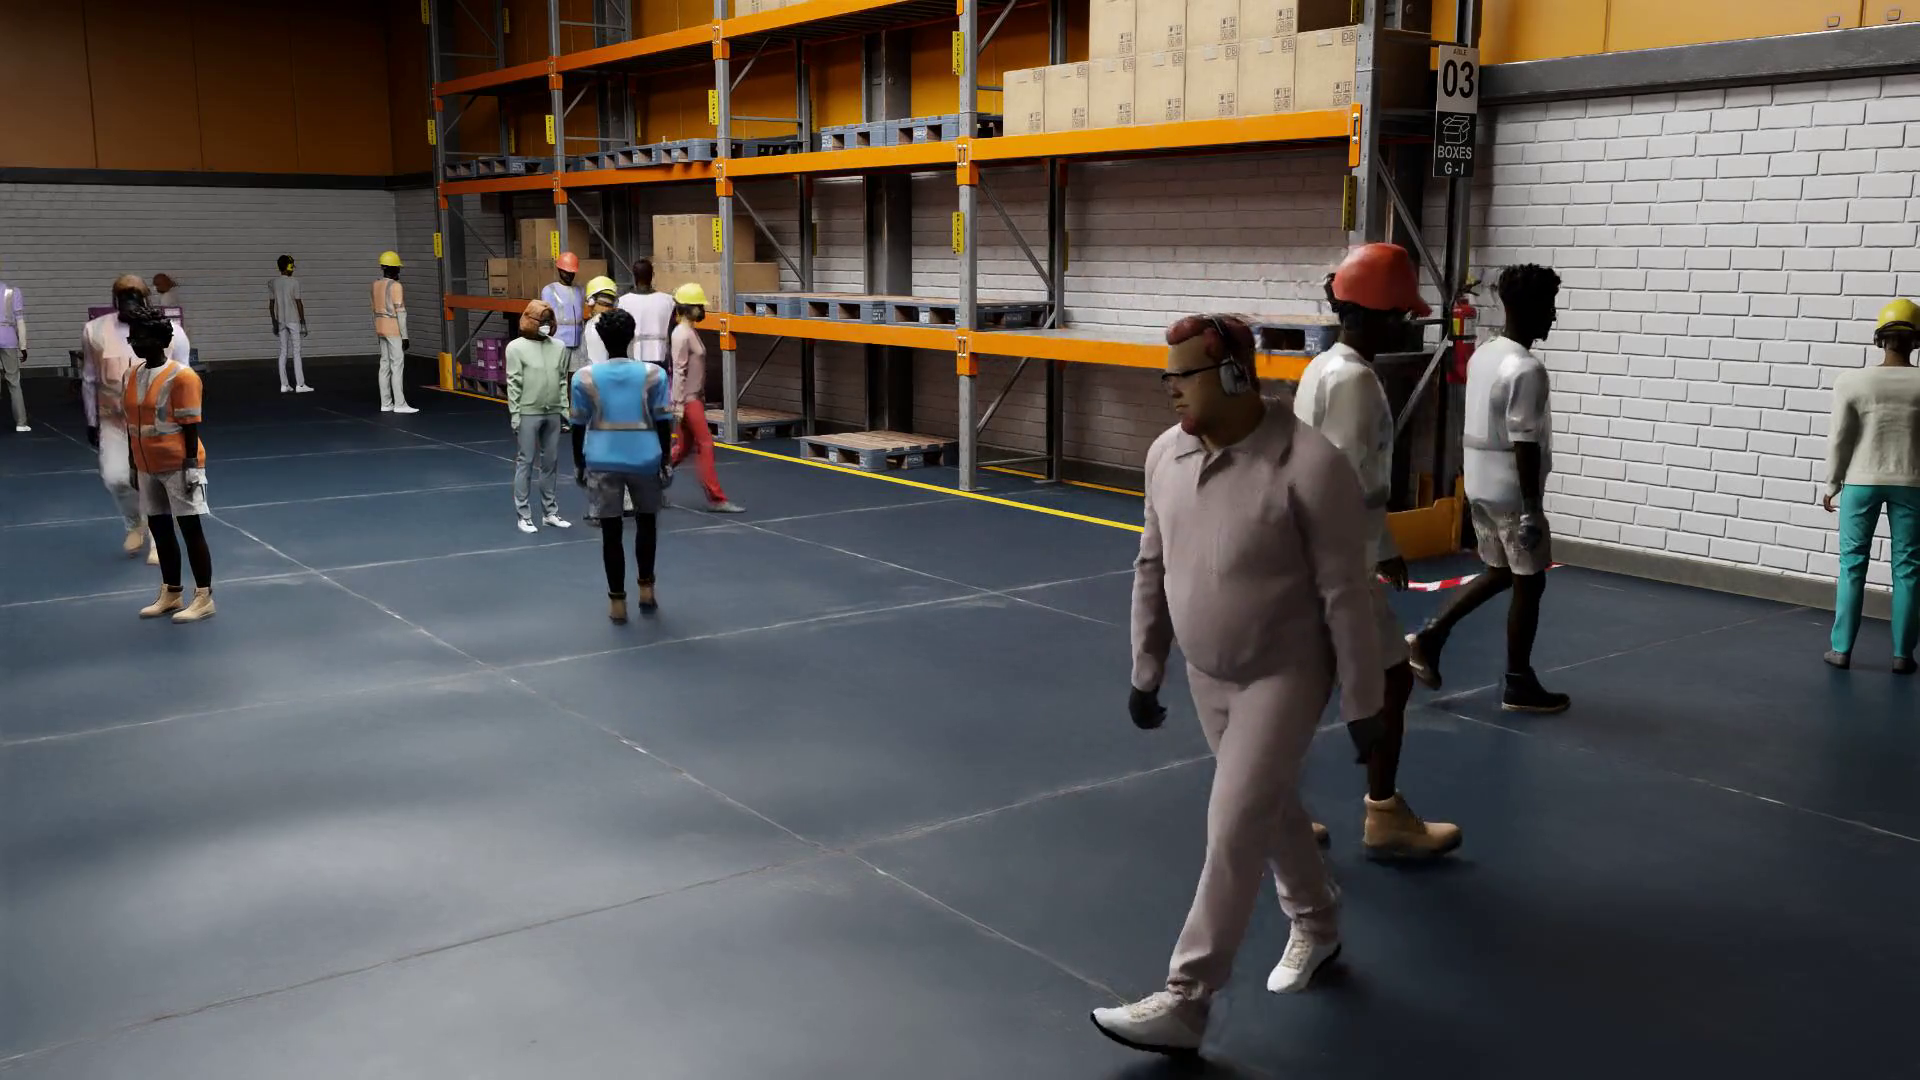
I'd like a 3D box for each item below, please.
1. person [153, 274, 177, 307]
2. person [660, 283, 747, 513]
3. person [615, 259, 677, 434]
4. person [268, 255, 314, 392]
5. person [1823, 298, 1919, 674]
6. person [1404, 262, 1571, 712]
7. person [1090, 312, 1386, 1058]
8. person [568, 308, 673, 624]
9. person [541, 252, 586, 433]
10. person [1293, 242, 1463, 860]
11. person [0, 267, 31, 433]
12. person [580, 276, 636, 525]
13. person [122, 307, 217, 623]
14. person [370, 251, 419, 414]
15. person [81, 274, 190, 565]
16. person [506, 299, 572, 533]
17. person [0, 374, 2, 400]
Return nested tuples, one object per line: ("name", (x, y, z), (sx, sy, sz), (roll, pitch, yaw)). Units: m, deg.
("person", (-11.125, -2.912, 23.236), (0.820, 1.592, 0.505), (-4, 11, -19))
("person", (-2.043, -1.063, 12.508), (0.810, 1.735, 0.538), (0, 10, 0))
("person", (-2.909, -1.678, 15.553), (0.596, 1.892, 0.944), (-3, 11, -17))
("person", (-9.126, -2.935, 22.625), (0.520, 1.865, 0.328), (2, 10, 12))
("person", (4.370, -0.248, 7.855), (0.533, 1.766, 0.313), (4, 11, 23))
("person", (2.313, -0.214, 7.148), (0.635, 1.946, 0.635), (-1, 10, -7))
("person", (0.721, 0.358, 4.234), (1.014, 1.854, 0.675), (-7, 12, -34))
("person", (-1.833, -0.414, 9.012), (0.552, 1.671, 0.633), (-2, 10, -12))
("person", (-4.194, -2.109, 17.823), (0.374, 1.927, 0.542), (8, 13, 36))
("person", (1.288, 0.065, 5.373), (0.784, 2.011, 0.648), (-1, 10, -4))
("person", (-10.251, -2.085, 17.685), (0.588, 1.928, 0.384), (-5, 11, -24))
("person", (-2.564, -1.016, 12.093), (0.453, 1.788, 0.636), (3, 10, 15))
("person", (-4.252, -0.397, 8.901), (0.529, 1.689, 0.321), (4, 11, 22))
("person", (-6.770, -2.471, 19.846), (0.590, 1.927, 0.367), (8, 13, 36))
("person", (-5.177, -0.756, 10.501), (0.648, 1.833, 0.436), (-3, 11, -17))
("person", (-2.955, -0.873, 11.717), (0.279, 1.632, 0.503), (8, 13, 39))
("person", (-12.629, -2.768, 21.321), (0.624, 1.992, 0.386), (-10, 14, -43))
